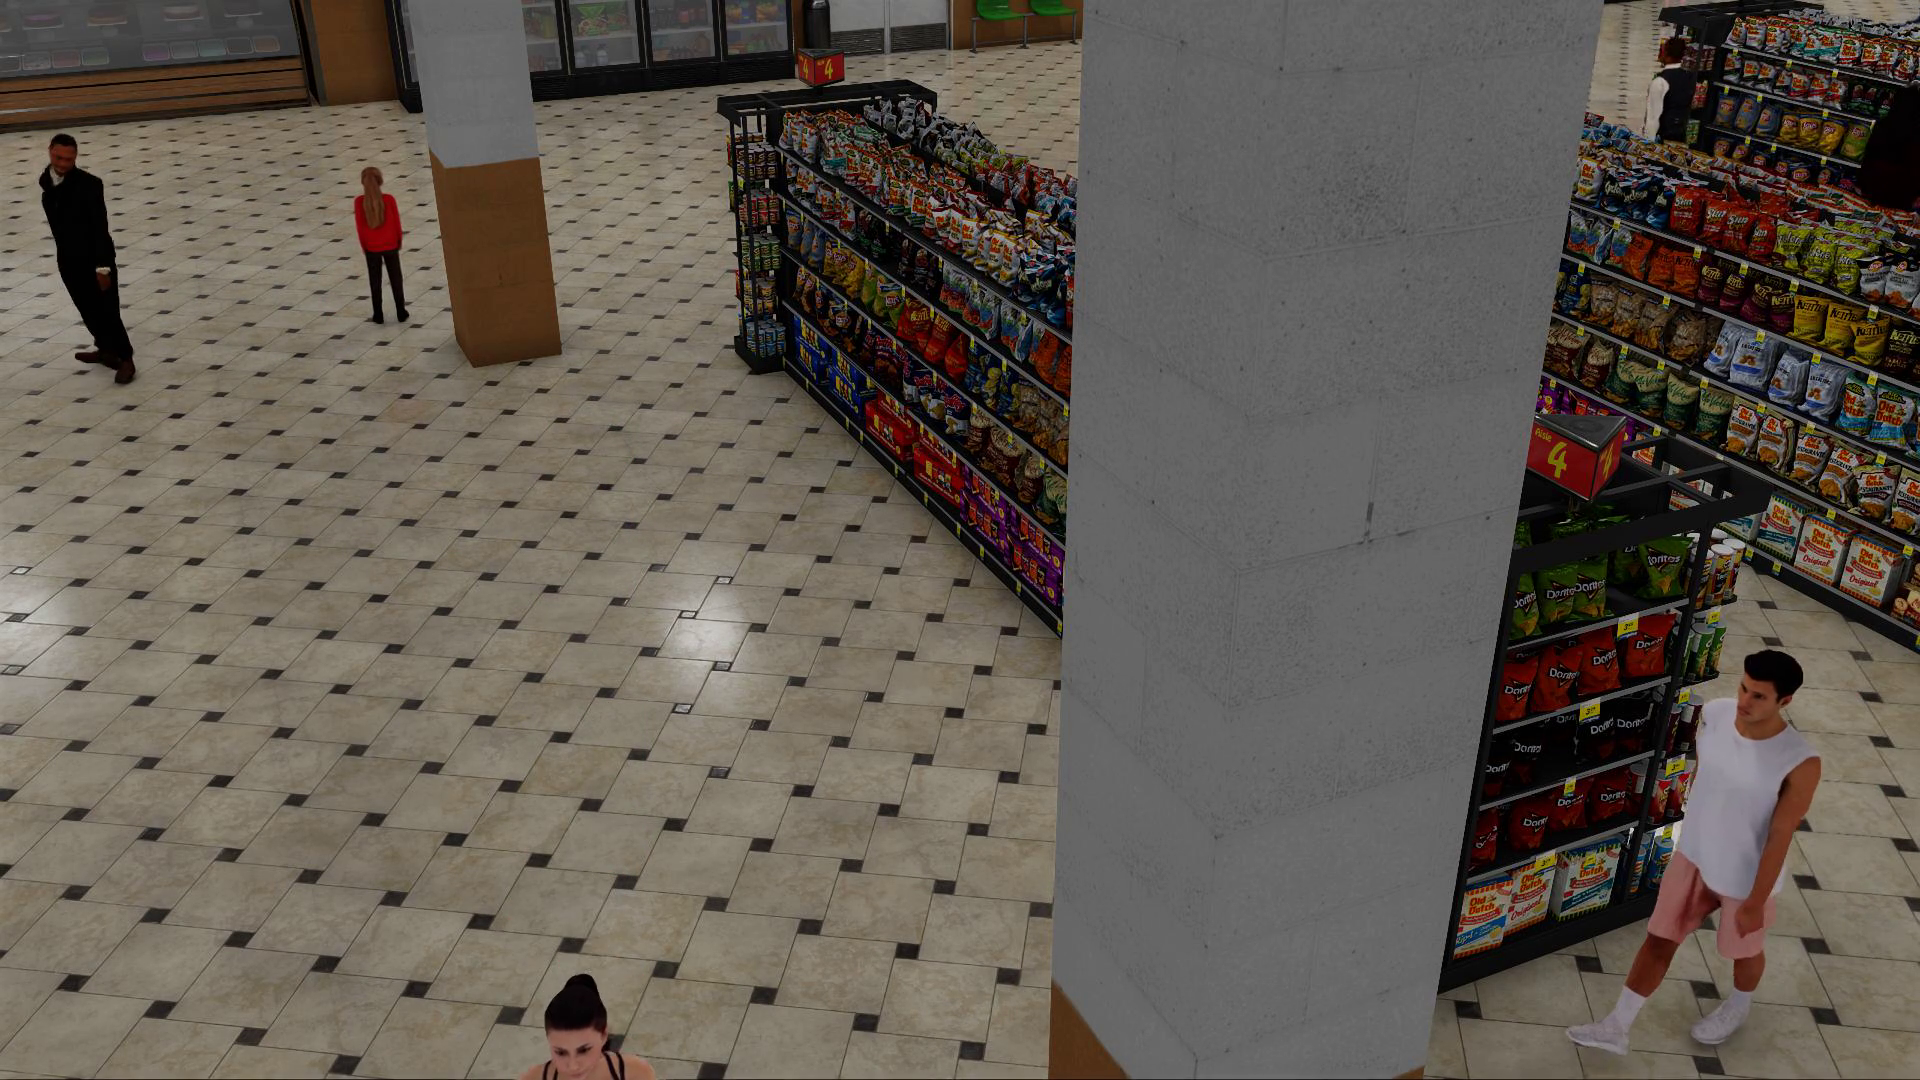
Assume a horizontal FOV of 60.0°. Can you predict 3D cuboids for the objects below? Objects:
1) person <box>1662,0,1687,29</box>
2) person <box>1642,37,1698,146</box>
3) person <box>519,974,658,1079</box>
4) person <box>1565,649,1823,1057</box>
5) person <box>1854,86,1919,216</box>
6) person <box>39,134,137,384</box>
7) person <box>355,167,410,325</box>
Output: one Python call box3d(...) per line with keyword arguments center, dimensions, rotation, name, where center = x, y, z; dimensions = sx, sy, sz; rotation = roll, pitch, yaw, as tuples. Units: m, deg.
box3d(center=(11.186, -8.878, 25.724), dimensions=(0.692, 1.828, 0.518), rotation=(-20, 33, -34), name="person")
box3d(center=(6.477, -3.577, 15.205), dimensions=(0.763, 1.889, 1.044), rotation=(-8, 28, -16), name="person")
box3d(center=(-1.010, 1.884, 4.787), dimensions=(0.721, 1.571, 1.081), rotation=(-5, 27, -10), name="person")
box3d(center=(2.860, 1.152, 6.037), dimensions=(0.718, 1.746, 0.984), rotation=(-12, 29, -23), name="person")
box3d(center=(7.916, -2.962, 14.204), dimensions=(0.817, 1.697, 0.675), rotation=(-7, 28, -13), name="person")
box3d(center=(-6.438, -2.088, 12.282), dimensions=(0.919, 1.876, 1.041), rotation=(20, 33, 33), name="person")
box3d(center=(-4.716, -2.406, 13.567), dimensions=(0.500, 1.281, 0.503), rotation=(-10, 29, -19), name="person")
